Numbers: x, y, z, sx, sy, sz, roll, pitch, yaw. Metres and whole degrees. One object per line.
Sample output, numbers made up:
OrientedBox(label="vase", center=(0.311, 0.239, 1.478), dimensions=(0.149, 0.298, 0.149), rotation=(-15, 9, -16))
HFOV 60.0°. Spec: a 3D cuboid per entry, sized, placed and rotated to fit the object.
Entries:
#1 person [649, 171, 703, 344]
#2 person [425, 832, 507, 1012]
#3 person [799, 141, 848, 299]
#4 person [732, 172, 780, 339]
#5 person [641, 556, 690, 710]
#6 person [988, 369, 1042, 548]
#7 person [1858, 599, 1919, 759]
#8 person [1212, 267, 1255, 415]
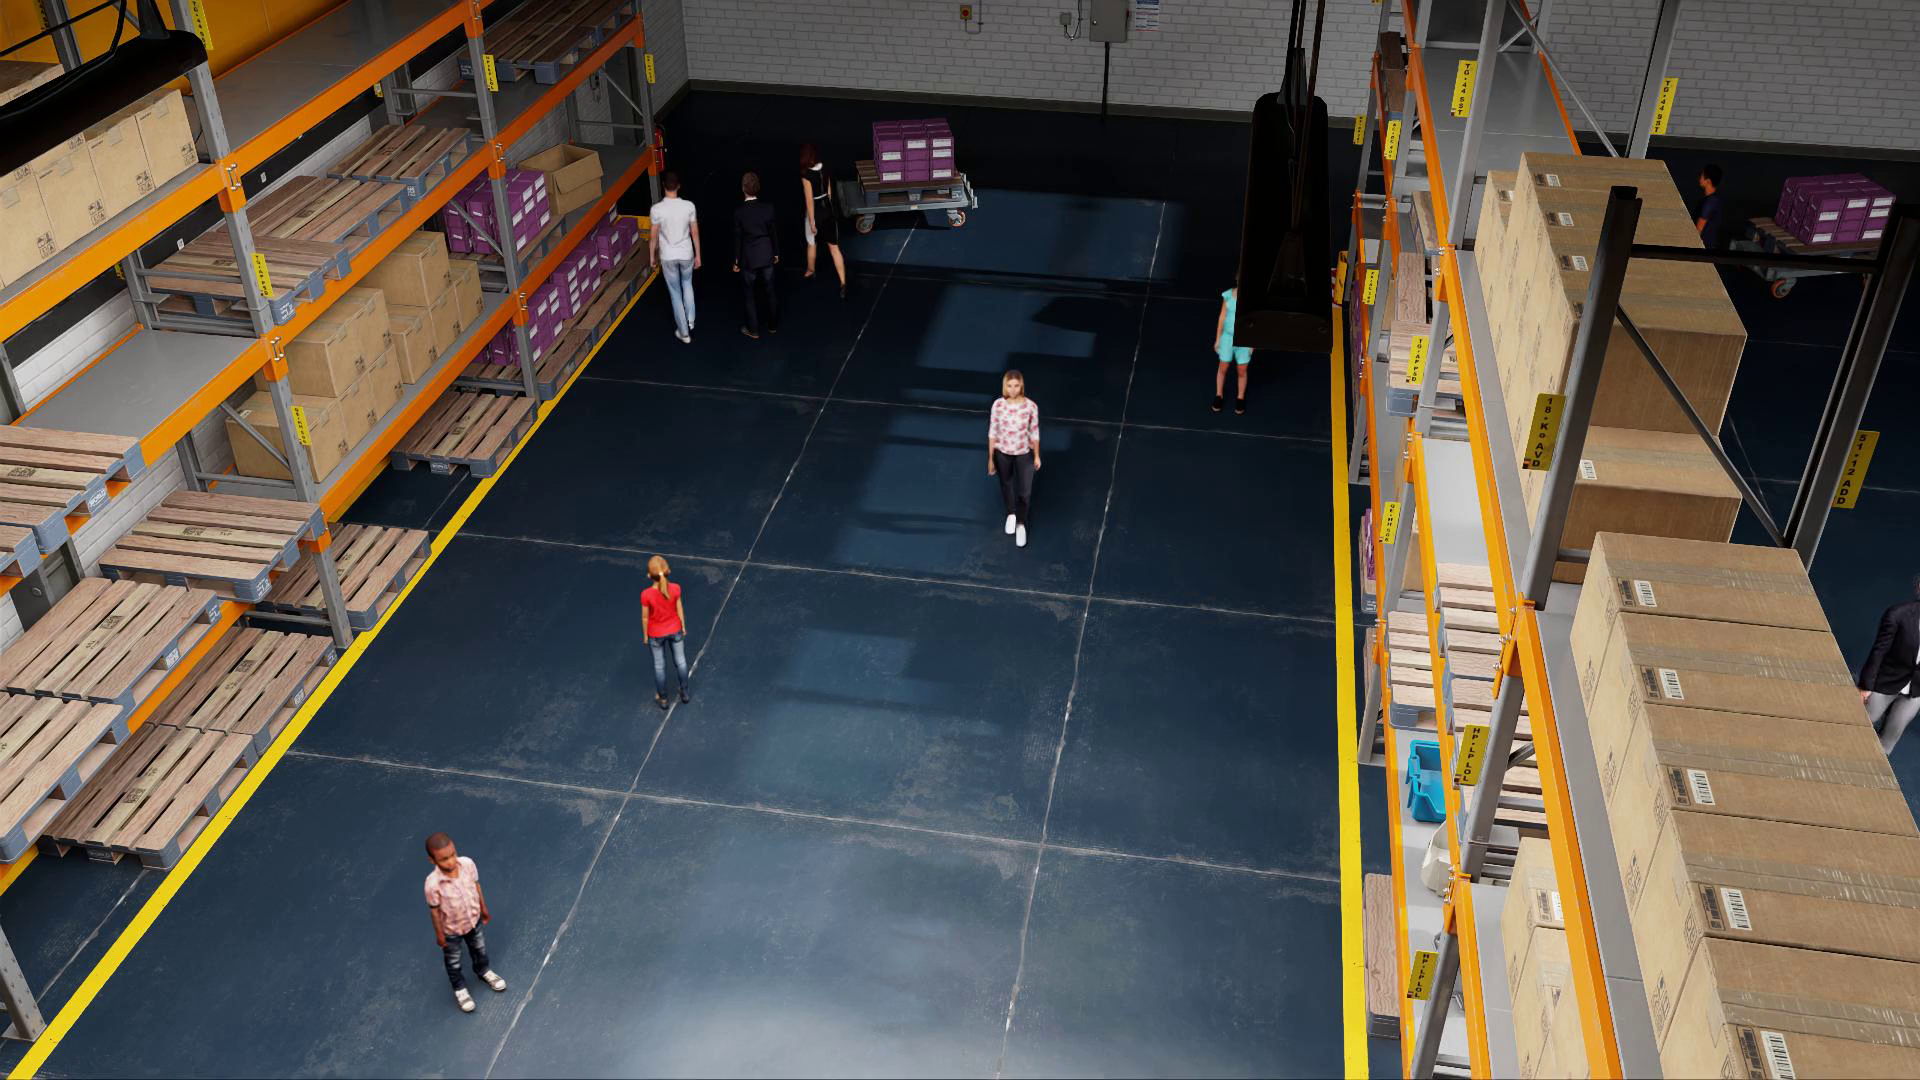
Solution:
OrientedBox(label="person", center=(-2.948, -2.930, 17.494), dimensions=(0.824, 1.832, 0.867), rotation=(-16, 37, -23))
OrientedBox(label="person", center=(-3.052, 2.283, 10.124), dimensions=(0.632, 1.308, 0.542), rotation=(25, 41, 32))
OrientedBox(label="person", center=(-1.498, -3.490, 18.417), dimensions=(1.130, 1.742, 1.110), rotation=(-25, 41, -33))
OrientedBox(label="person", center=(-2.172, -3.031, 17.660), dimensions=(0.770, 1.816, 0.812), rotation=(-18, 38, -25))
OrientedBox(label="person", center=(-2.217, 0.694, 12.516), dimensions=(0.550, 1.307, 0.592), rotation=(-13, 36, -19))
OrientedBox(label="person", center=(0.480, -0.787, 14.464), dimensions=(0.597, 1.617, 0.687), rotation=(5, 34, 8))
OrientedBox(label="person", center=(6.521, 0.922, 11.589), dimensions=(0.715, 1.953, 0.789), rotation=(5, 34, 8))
OrientedBox(label="person", center=(2.720, -1.993, 16.334), dimensions=(0.582, 1.555, 0.567), rotation=(10, 35, 15))
